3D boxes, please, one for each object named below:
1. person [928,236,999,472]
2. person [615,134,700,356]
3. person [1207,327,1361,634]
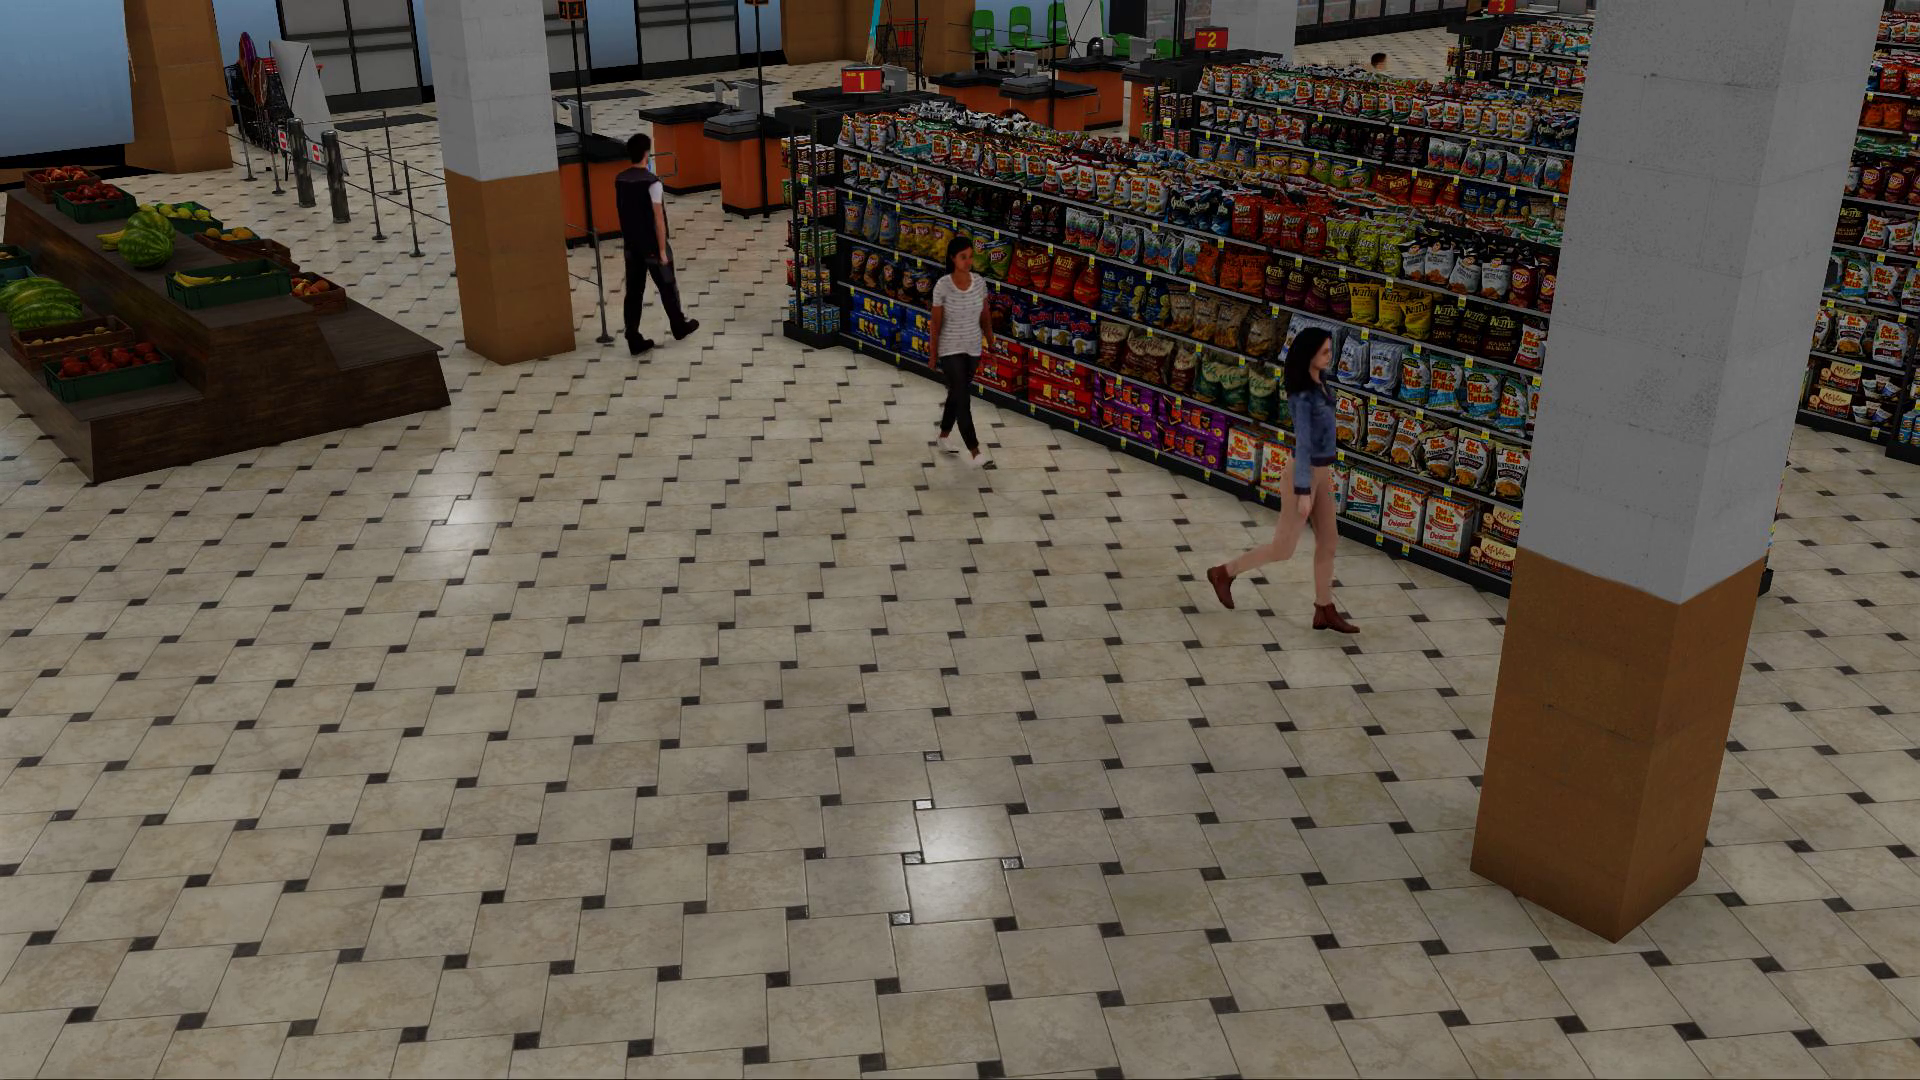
[{"bbox_3d":[-0.043,-1.328,11.702,0.682,1.604,1.076,-14,27,-29],"label":"person"},{"bbox_3d":[-2.712,-2.450,13.992,1.066,1.825,0.986,12,26,26],"label":"person"},{"bbox_3d":[1.816,-0.308,9.191,1.199,1.748,0.904,11,26,24],"label":"person"}]
